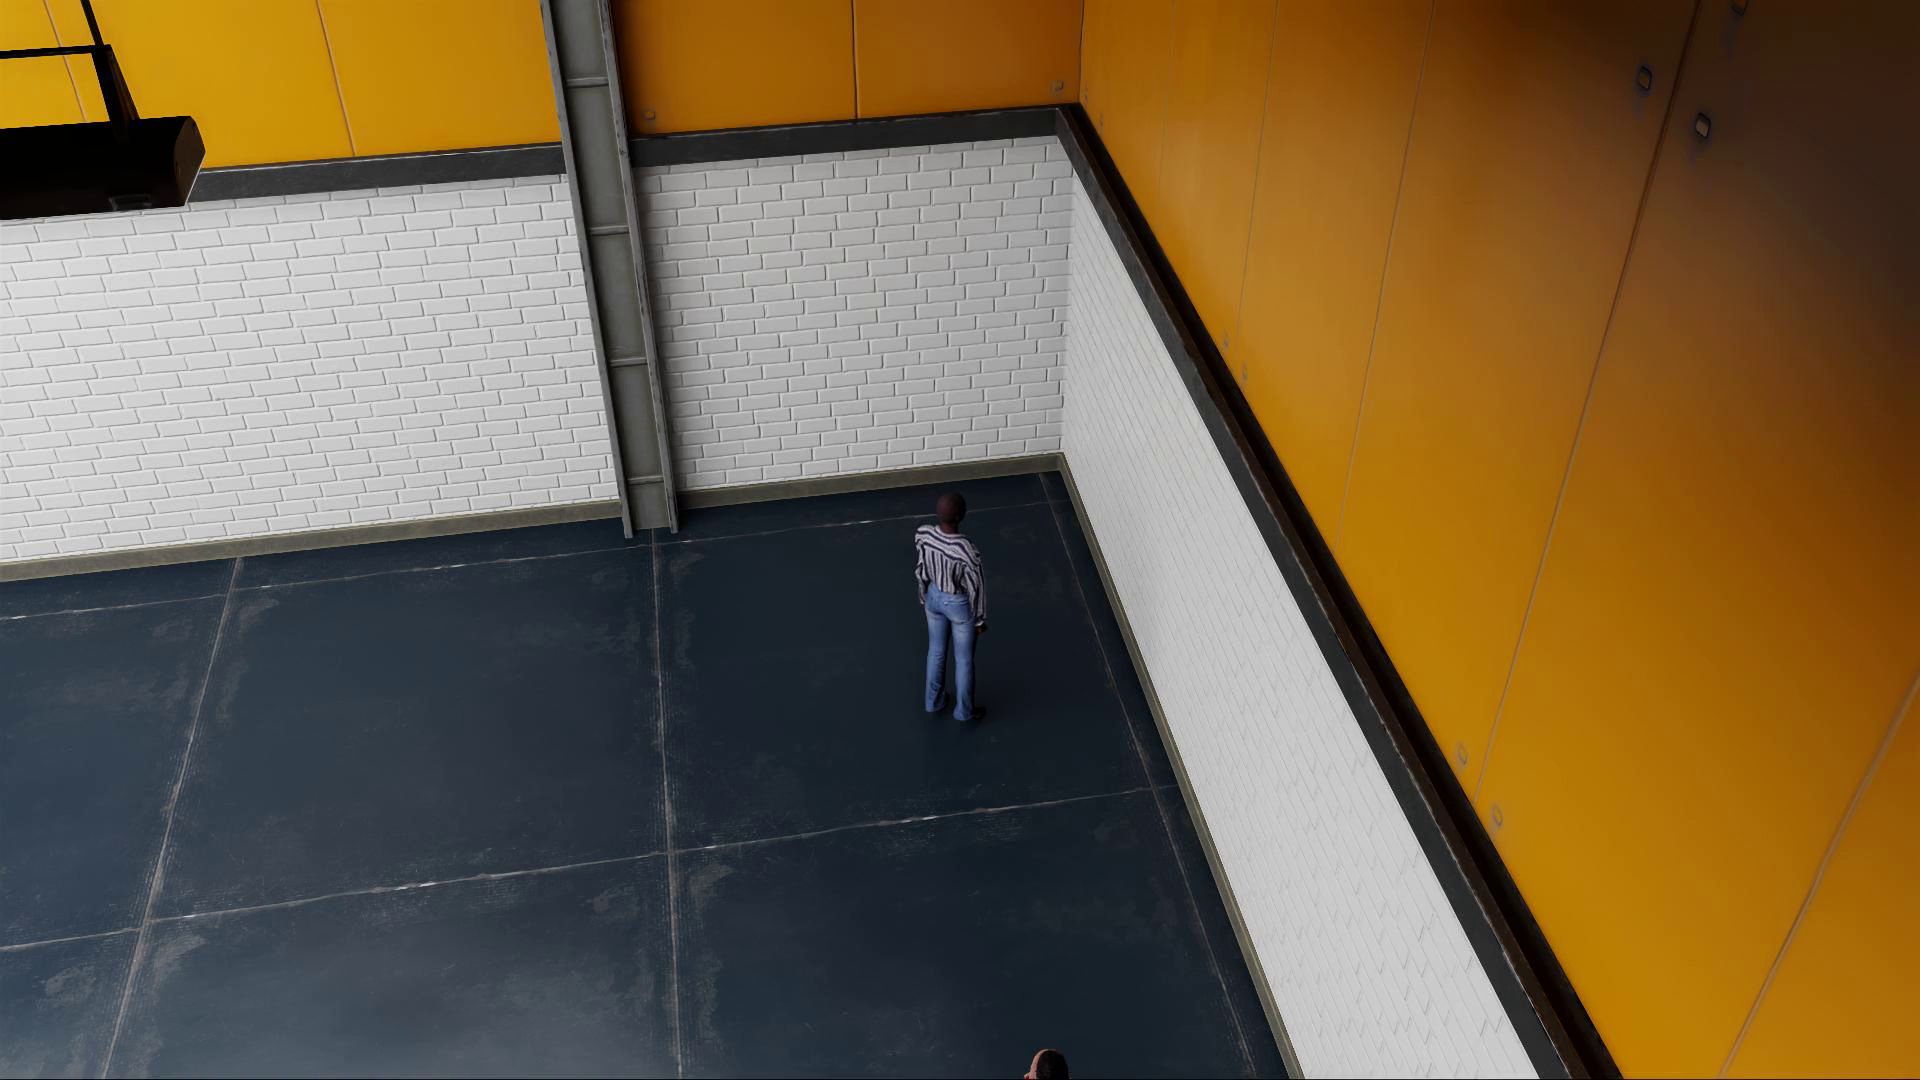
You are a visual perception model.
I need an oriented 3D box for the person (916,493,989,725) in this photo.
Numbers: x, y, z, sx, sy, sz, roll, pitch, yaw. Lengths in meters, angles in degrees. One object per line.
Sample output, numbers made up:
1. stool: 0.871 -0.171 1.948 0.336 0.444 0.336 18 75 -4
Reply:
1. person: -0.051 0.436 10.357 0.681 1.796 0.750 22 44 25
